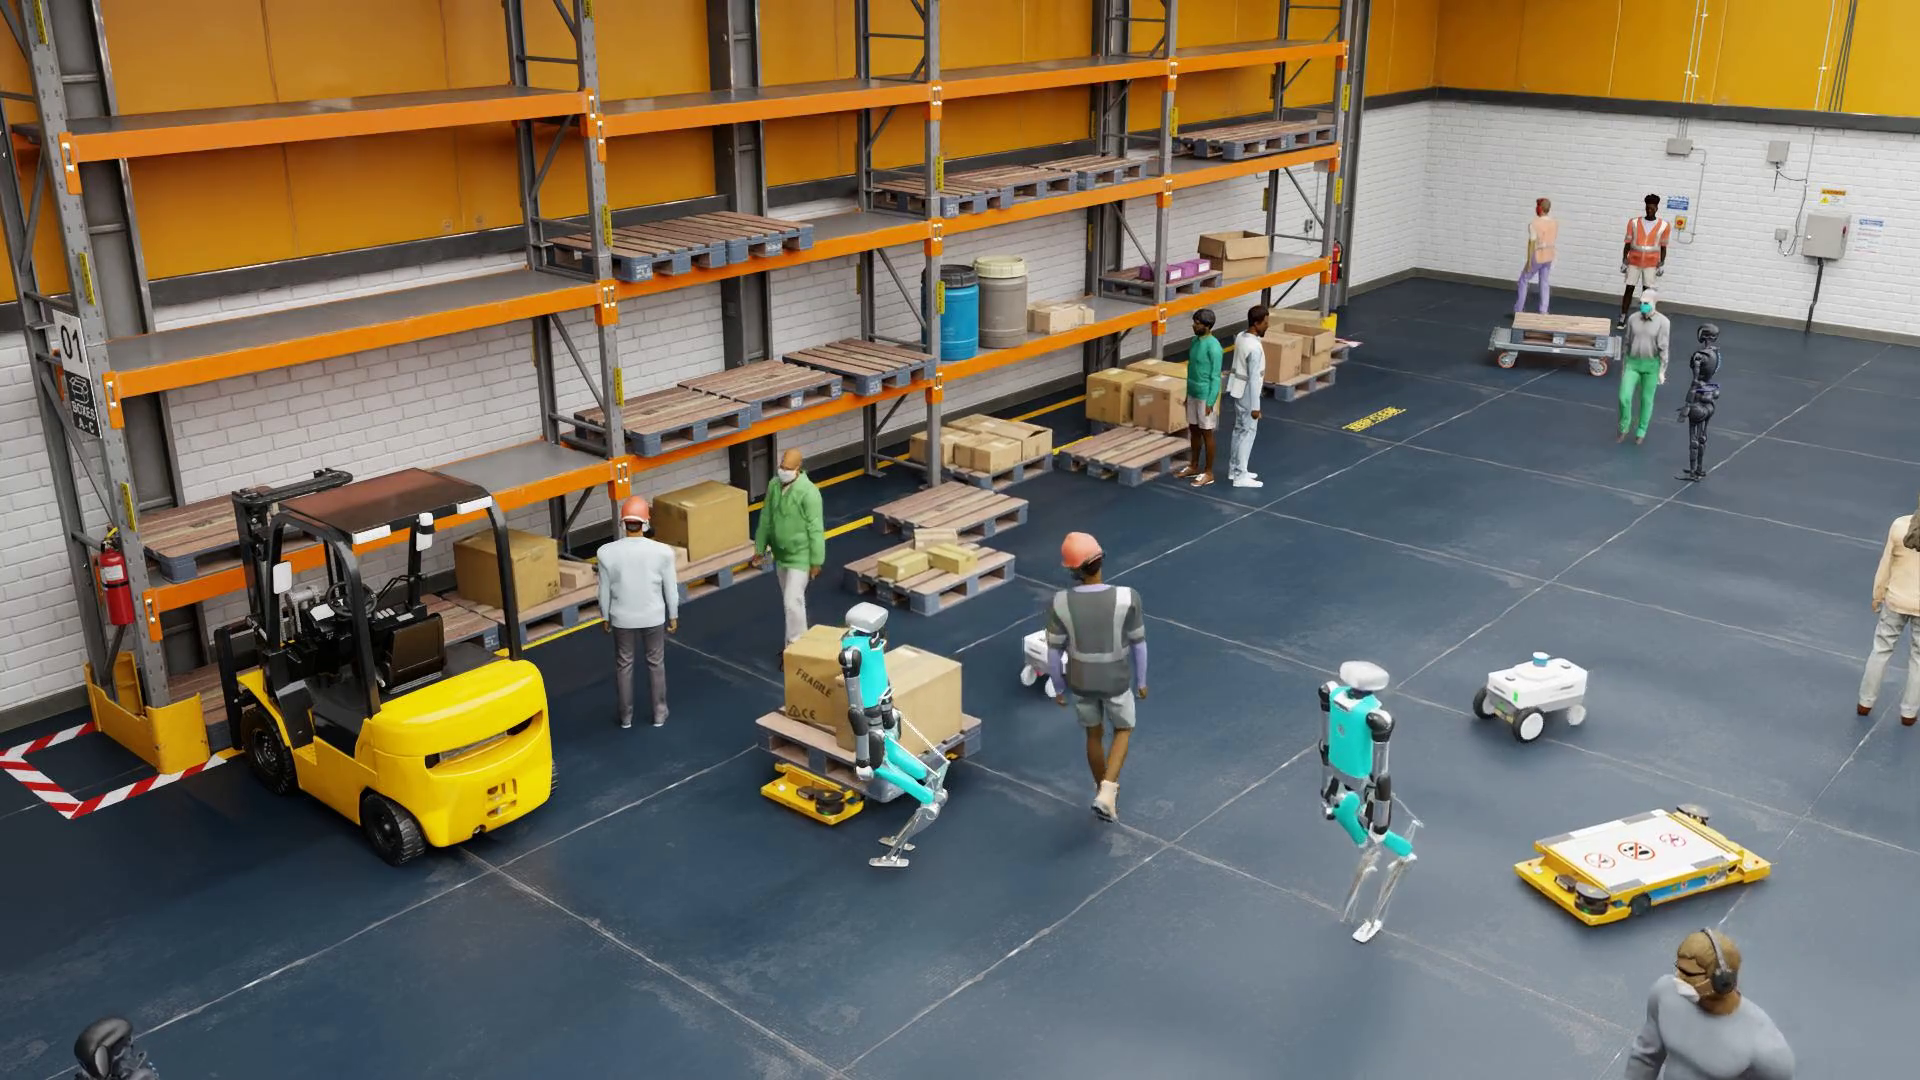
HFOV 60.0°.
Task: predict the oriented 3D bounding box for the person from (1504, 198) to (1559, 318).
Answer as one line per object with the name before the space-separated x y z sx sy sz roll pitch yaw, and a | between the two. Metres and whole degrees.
person | 8.442 -4.114 24.455 0.595 1.813 0.805 -10 22 -25

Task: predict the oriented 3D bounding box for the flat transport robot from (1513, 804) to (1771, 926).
flat transport robot | 4.184 1.979 10.188 1.431 0.231 0.659 -9 22 -22

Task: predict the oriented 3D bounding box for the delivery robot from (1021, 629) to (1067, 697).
delivery robot | 0.839 0.836 12.850 0.764 0.578 0.499 -17 26 -39

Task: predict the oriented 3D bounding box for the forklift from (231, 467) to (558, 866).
forklift | -3.730 0.710 10.856 2.313 2.155 1.214 17 26 38

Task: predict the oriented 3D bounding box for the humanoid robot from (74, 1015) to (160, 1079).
humanoid robot | -3.180 2.576 6.545 0.611 1.647 0.333 8 22 21

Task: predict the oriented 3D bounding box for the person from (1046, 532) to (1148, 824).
person | 0.875 0.891 10.647 0.656 2.001 0.700 4 21 11

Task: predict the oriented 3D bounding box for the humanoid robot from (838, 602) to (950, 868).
humanoid robot | -0.338 1.198 9.992 0.735 1.677 0.533 6 21 16

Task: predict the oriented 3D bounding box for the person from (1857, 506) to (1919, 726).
person | 6.904 0.455 12.019 0.569 1.864 0.395 14 25 33

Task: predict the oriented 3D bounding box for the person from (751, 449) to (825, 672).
person | -1.362 0.136 13.026 0.606 1.767 0.532 18 27 41

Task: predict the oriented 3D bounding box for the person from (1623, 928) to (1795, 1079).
person | 2.861 2.429 6.624 0.949 1.899 0.646 -8 22 -21

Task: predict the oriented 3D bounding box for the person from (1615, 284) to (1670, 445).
person | 7.616 -1.935 18.550 0.532 1.827 0.549 13 24 31

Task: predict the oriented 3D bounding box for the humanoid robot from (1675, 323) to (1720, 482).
humanoid robot | 7.748 -1.450 17.426 0.315 1.657 0.599 18 27 40

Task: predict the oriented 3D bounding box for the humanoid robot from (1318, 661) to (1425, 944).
humanoid robot | 2.372 1.500 9.439 0.728 1.825 0.530 -11 23 -27

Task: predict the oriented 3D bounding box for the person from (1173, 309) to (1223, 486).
person | 2.526 -1.495 17.319 0.394 1.849 0.500 -10 22 -24

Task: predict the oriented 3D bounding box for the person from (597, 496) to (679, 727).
person | -2.316 0.523 12.011 0.571 1.738 0.349 -3 21 -9

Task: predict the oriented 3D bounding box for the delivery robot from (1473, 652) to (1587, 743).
delivery robot | 4.173 1.120 12.116 0.782 0.603 0.499 -9 22 -22

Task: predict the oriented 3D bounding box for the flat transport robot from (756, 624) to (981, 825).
flat transport robot | -0.623 1.522 11.427 0.659 0.231 1.431 16 26 37

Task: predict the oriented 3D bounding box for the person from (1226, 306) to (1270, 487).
person | 2.979 -1.484 17.214 0.409 1.908 0.595 -2 20 -6

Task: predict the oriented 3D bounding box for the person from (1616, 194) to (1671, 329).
person | 9.825 -3.991 23.917 0.600 1.966 0.368 9 22 22
